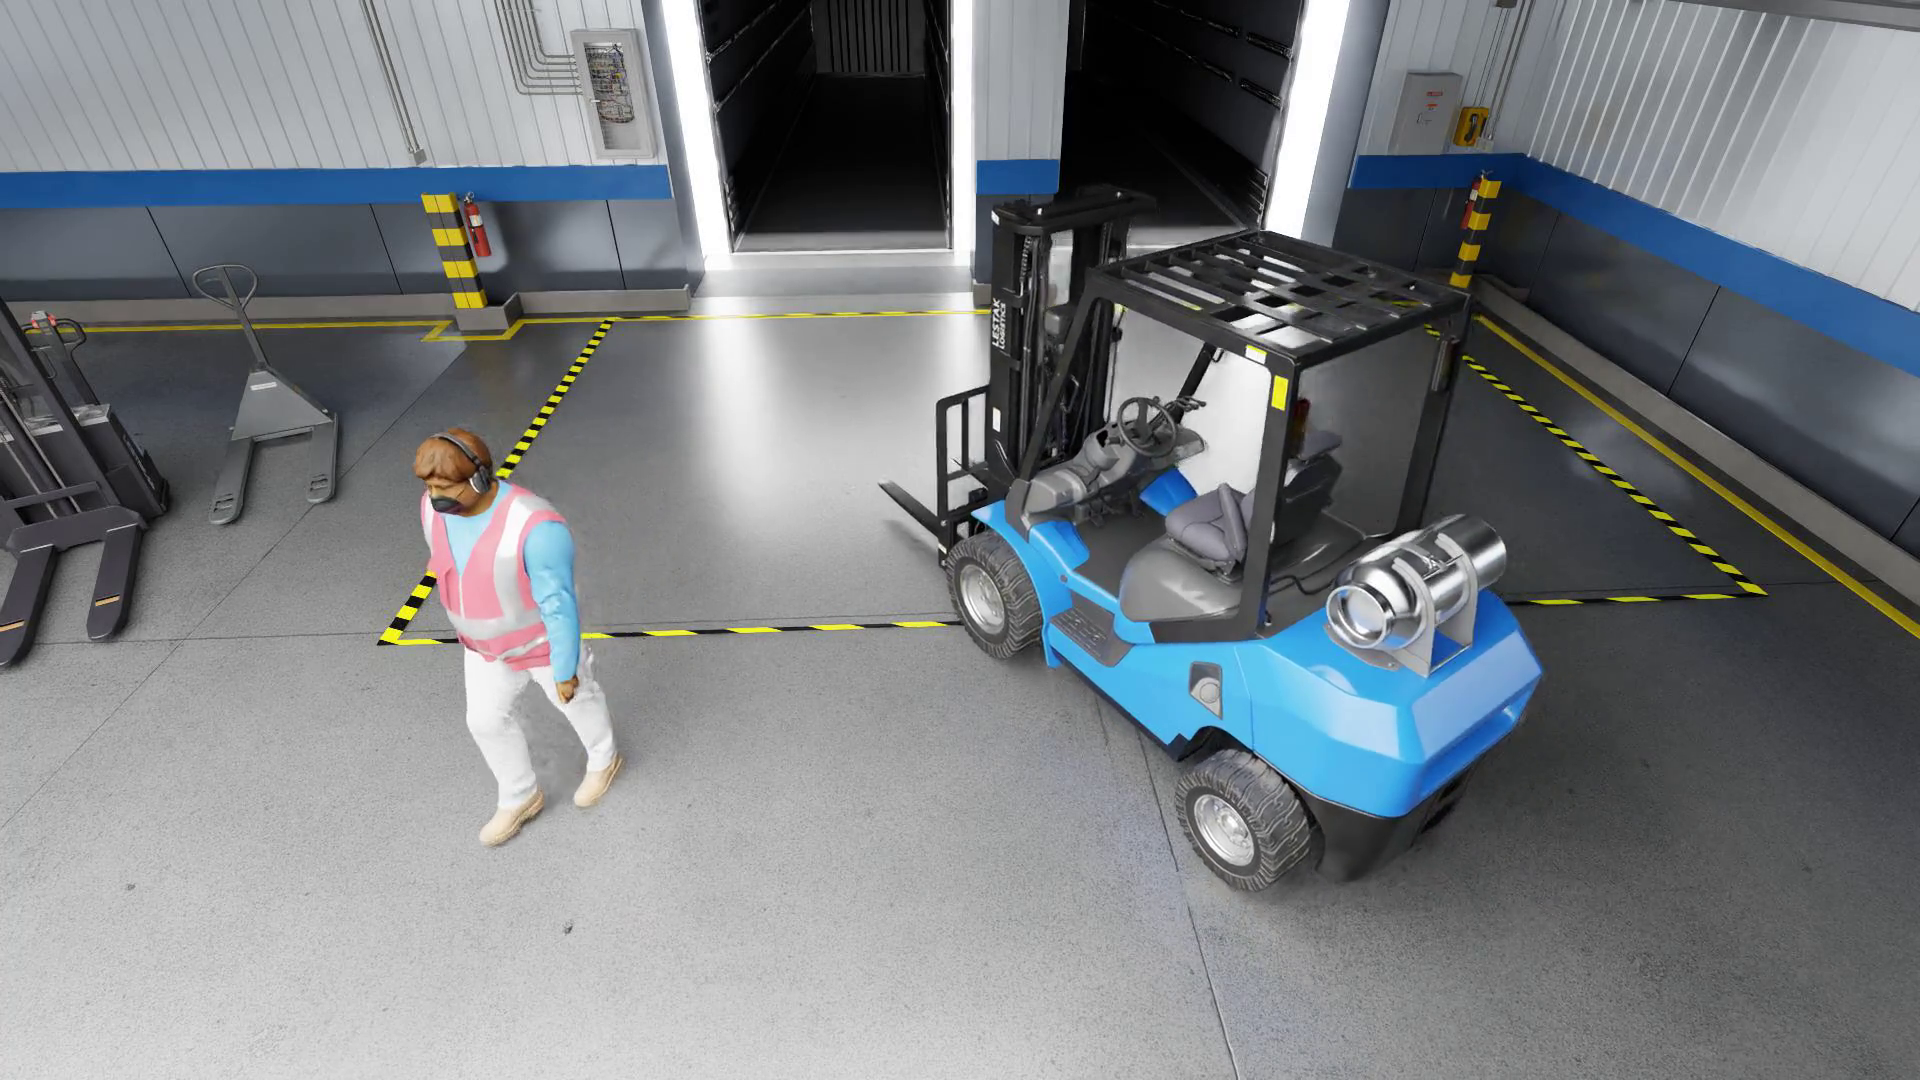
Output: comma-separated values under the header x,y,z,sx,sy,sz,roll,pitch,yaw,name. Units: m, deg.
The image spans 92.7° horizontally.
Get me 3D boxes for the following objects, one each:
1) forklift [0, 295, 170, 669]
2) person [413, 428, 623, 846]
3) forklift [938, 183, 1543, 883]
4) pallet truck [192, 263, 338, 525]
x,y,z,sx,sy,sz,roll,pitch,yaw,name
-5.212,-0.618,4.878,0.823,1.965,1.885,-20,39,-26,forklift
-1.735,0.435,3.518,0.657,1.818,0.621,12,37,17,person
1.092,-0.213,3.985,1.157,2.036,2.680,-22,40,-28,forklift
-4.778,-1.027,6.128,0.680,1.201,1.601,-17,38,-23,pallet truck
